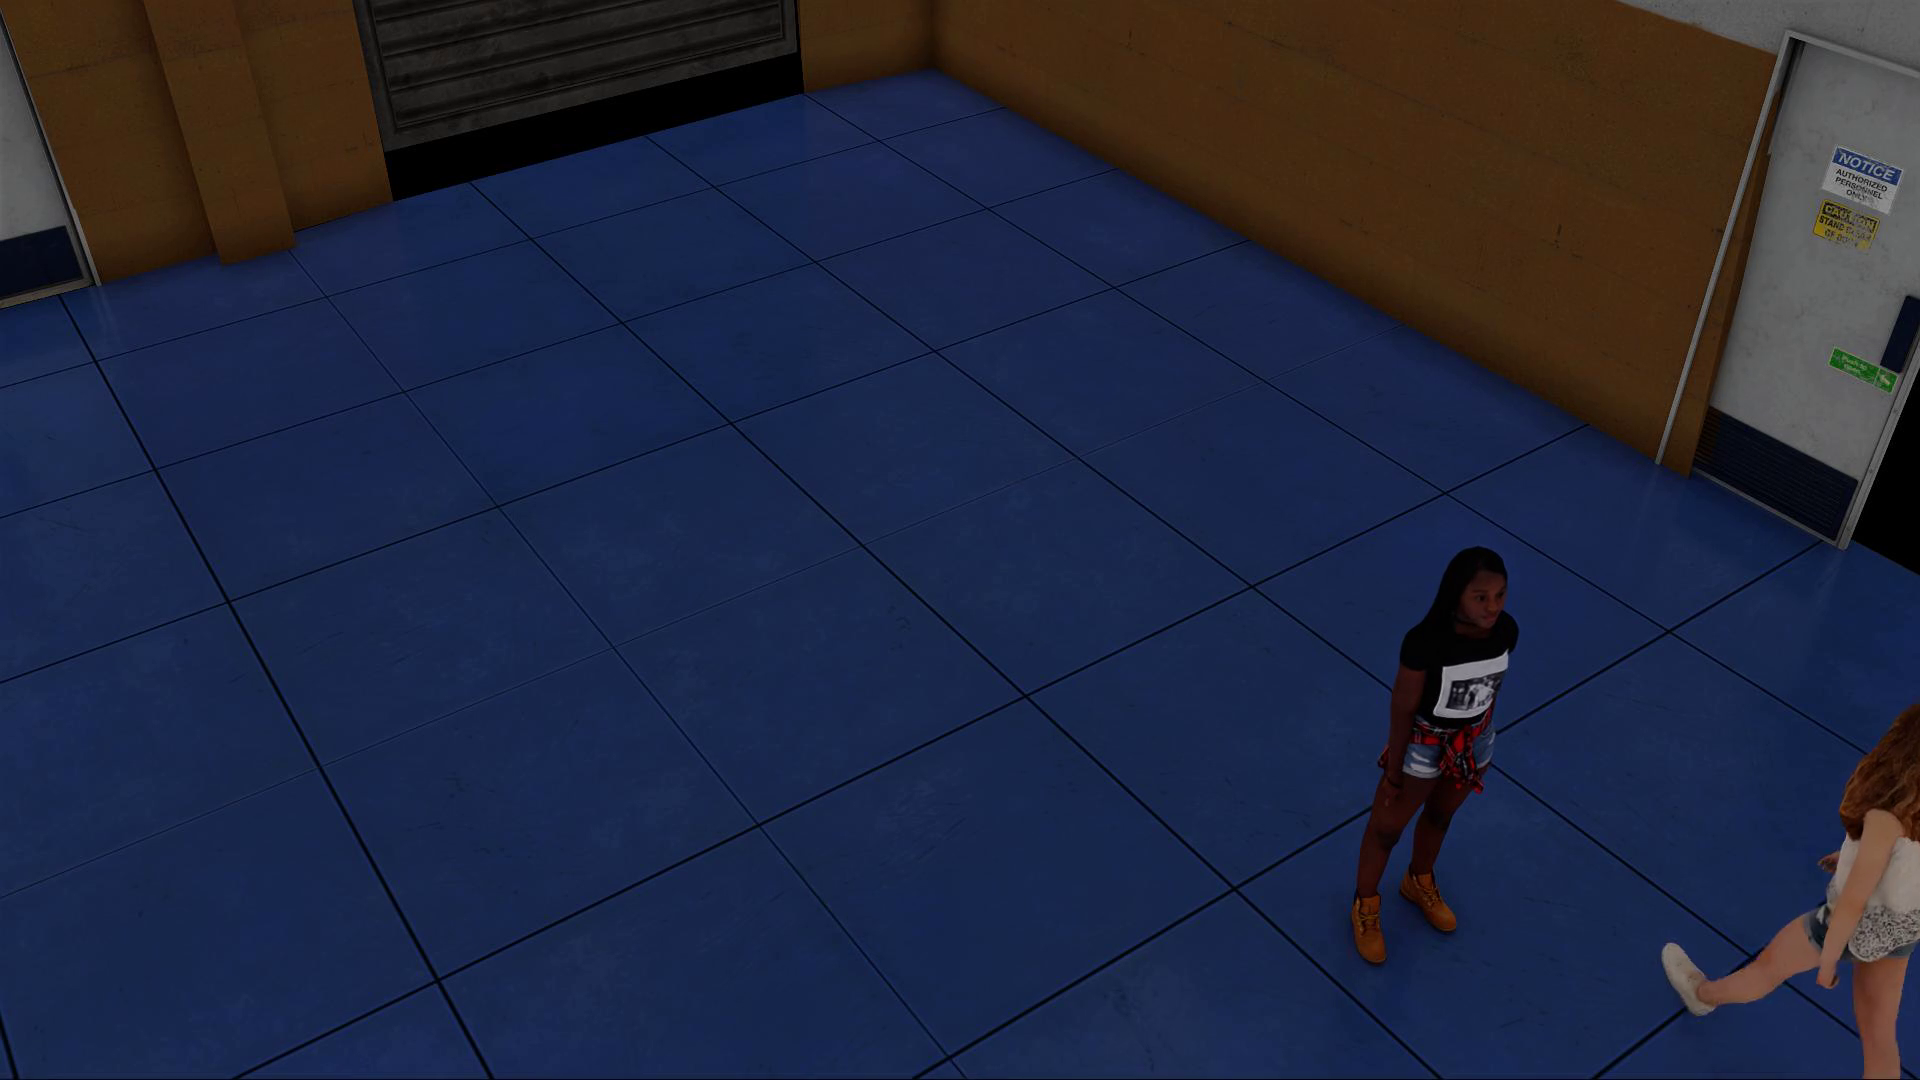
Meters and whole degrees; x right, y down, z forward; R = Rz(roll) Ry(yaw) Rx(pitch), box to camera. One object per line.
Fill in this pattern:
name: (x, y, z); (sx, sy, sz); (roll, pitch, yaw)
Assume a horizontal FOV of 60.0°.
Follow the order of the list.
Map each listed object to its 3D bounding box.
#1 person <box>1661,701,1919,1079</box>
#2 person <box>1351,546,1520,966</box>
person: (2.814, 1.264, 5.034); (1.155, 1.715, 0.833); (-13, 39, -16)
person: (1.636, 0.728, 5.738); (0.592, 1.729, 0.710); (-15, 39, -19)
